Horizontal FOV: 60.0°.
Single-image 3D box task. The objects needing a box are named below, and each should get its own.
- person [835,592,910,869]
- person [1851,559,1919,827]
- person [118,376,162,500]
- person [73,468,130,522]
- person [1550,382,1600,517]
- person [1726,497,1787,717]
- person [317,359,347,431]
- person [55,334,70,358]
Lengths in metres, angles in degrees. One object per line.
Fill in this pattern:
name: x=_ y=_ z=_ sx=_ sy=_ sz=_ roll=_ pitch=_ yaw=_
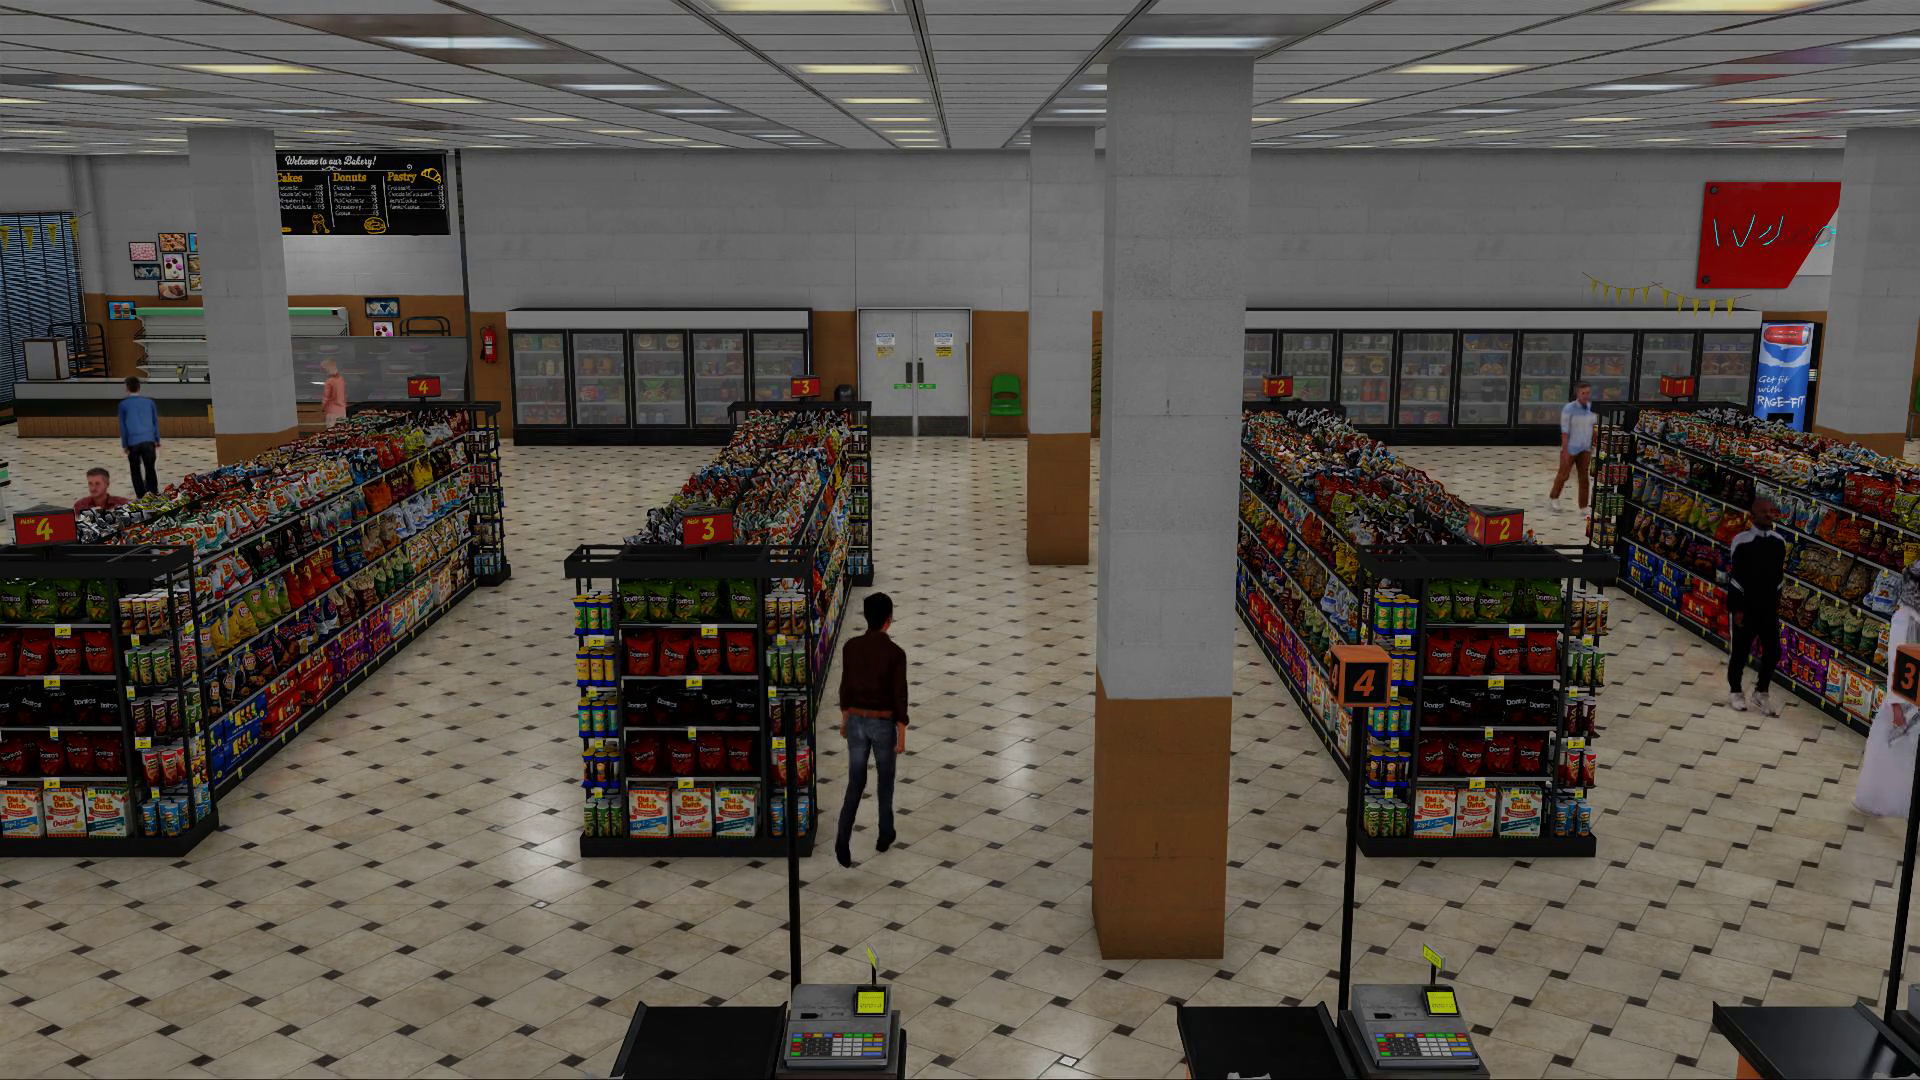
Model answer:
person: x=-0.606 y=1.244 z=10.728 sx=0.843 sy=1.754 sz=1.117 roll=4 pitch=12 yaw=18
person: x=6.445 y=1.107 z=11.051 sx=0.712 sy=1.890 sz=1.270 roll=-1 pitch=12 yaw=-6
person: x=-11.289 y=-1.346 z=22.955 sx=1.010 sy=1.786 sz=1.241 roll=-6 pitch=13 yaw=-28
person: x=-7.941 y=0.206 z=15.615 sx=0.747 sy=1.772 sz=1.173 roll=-1 pitch=12 yaw=-3
person: x=8.242 y=-1.219 z=22.381 sx=0.780 sy=1.774 sz=1.170 roll=-2 pitch=12 yaw=-9
person: x=6.642 y=0.522 z=14.022 sx=0.654 sy=1.811 sz=0.665 roll=0 pitch=12 yaw=1
person: x=-9.922 y=-2.024 z=26.417 sx=0.850 sy=1.685 sz=0.628 roll=5 pitch=13 yaw=24
person: x=-16.391 y=-2.893 z=30.406 sx=0.683 sy=1.742 sz=0.511 roll=-2 pitch=12 yaw=-11
